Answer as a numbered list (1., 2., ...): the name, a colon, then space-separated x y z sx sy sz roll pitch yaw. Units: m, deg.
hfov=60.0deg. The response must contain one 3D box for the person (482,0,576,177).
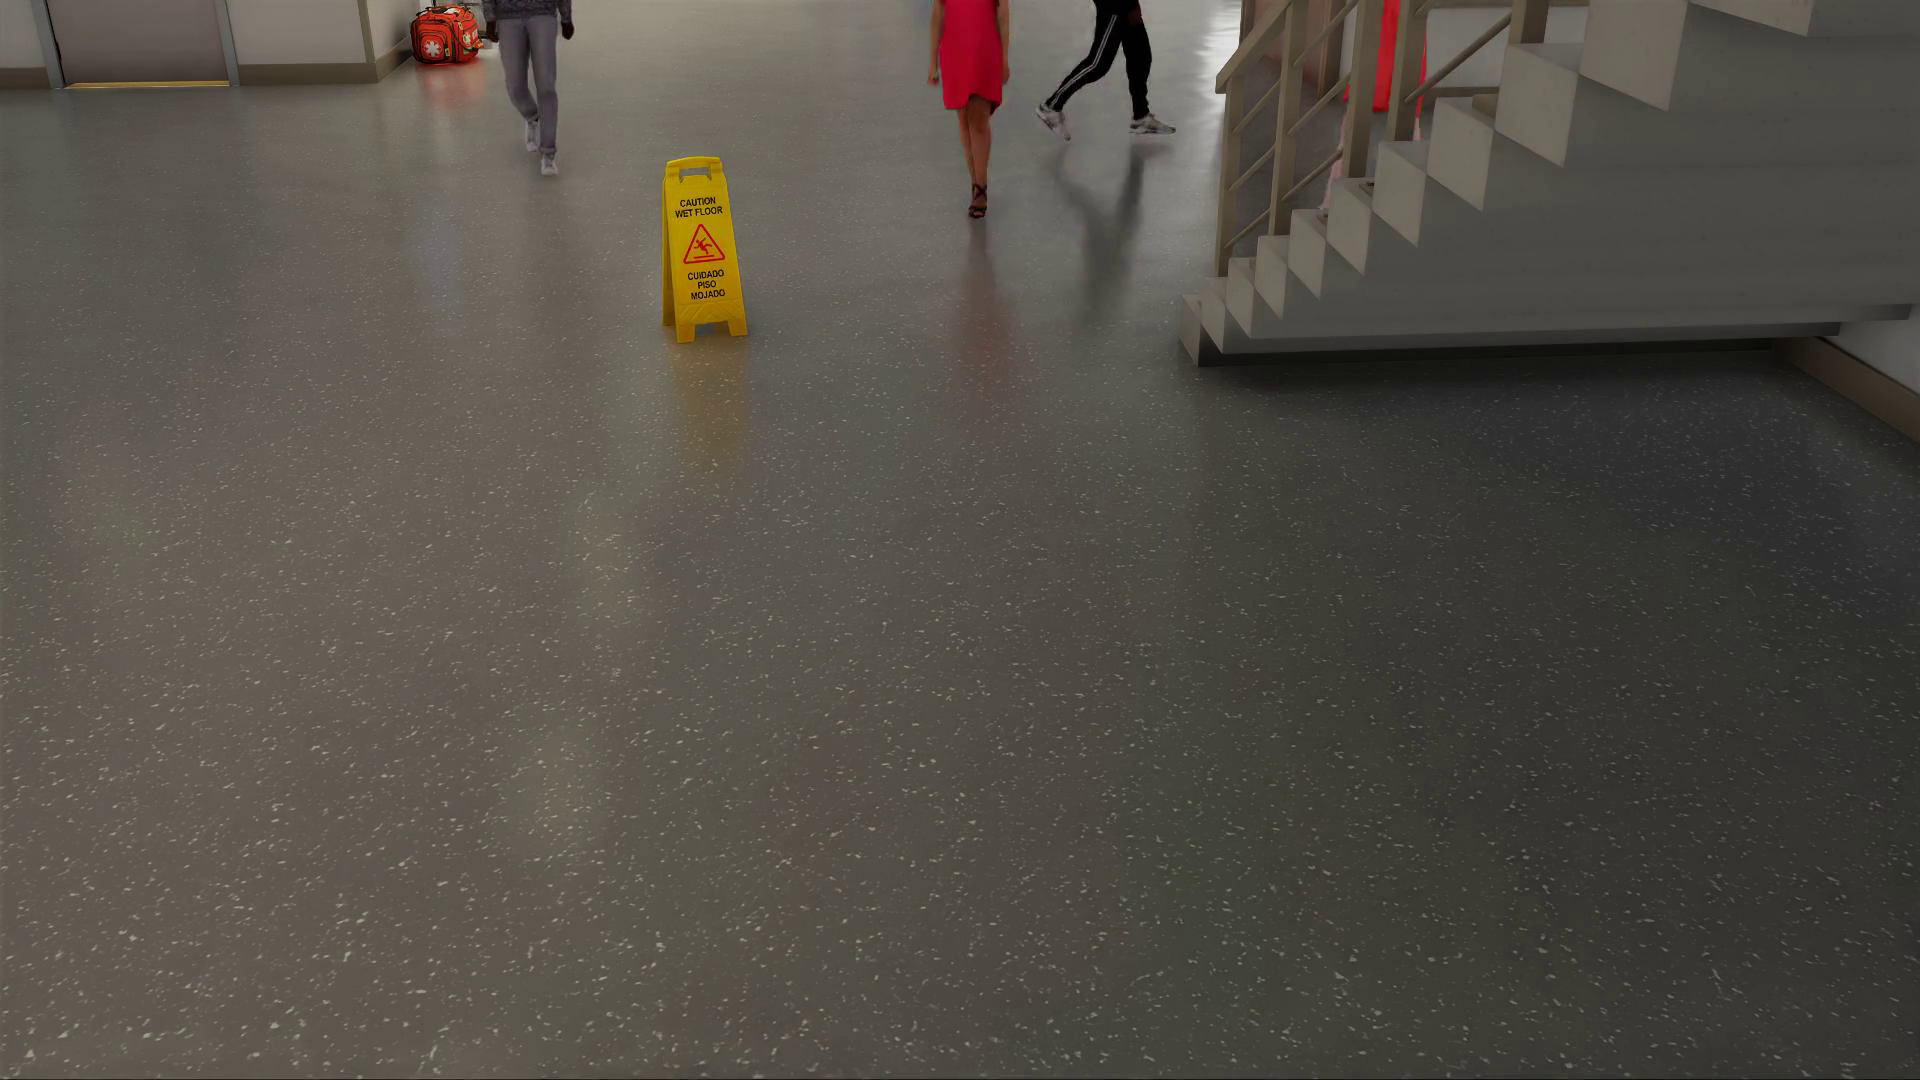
1. person: -2.621 -3.170 10.080 0.726 1.819 0.938 -5 26 -10

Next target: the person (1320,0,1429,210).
1. person: 2.272 -2.395 8.501 1.032 1.794 1.050 -21 33 -36

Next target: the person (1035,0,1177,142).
1. person: 0.917 -3.502 10.779 0.914 1.809 1.167 4 26 9

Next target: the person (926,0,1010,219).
1. person: 0.089 -2.648 9.119 0.681 1.714 0.727 7 27 15
